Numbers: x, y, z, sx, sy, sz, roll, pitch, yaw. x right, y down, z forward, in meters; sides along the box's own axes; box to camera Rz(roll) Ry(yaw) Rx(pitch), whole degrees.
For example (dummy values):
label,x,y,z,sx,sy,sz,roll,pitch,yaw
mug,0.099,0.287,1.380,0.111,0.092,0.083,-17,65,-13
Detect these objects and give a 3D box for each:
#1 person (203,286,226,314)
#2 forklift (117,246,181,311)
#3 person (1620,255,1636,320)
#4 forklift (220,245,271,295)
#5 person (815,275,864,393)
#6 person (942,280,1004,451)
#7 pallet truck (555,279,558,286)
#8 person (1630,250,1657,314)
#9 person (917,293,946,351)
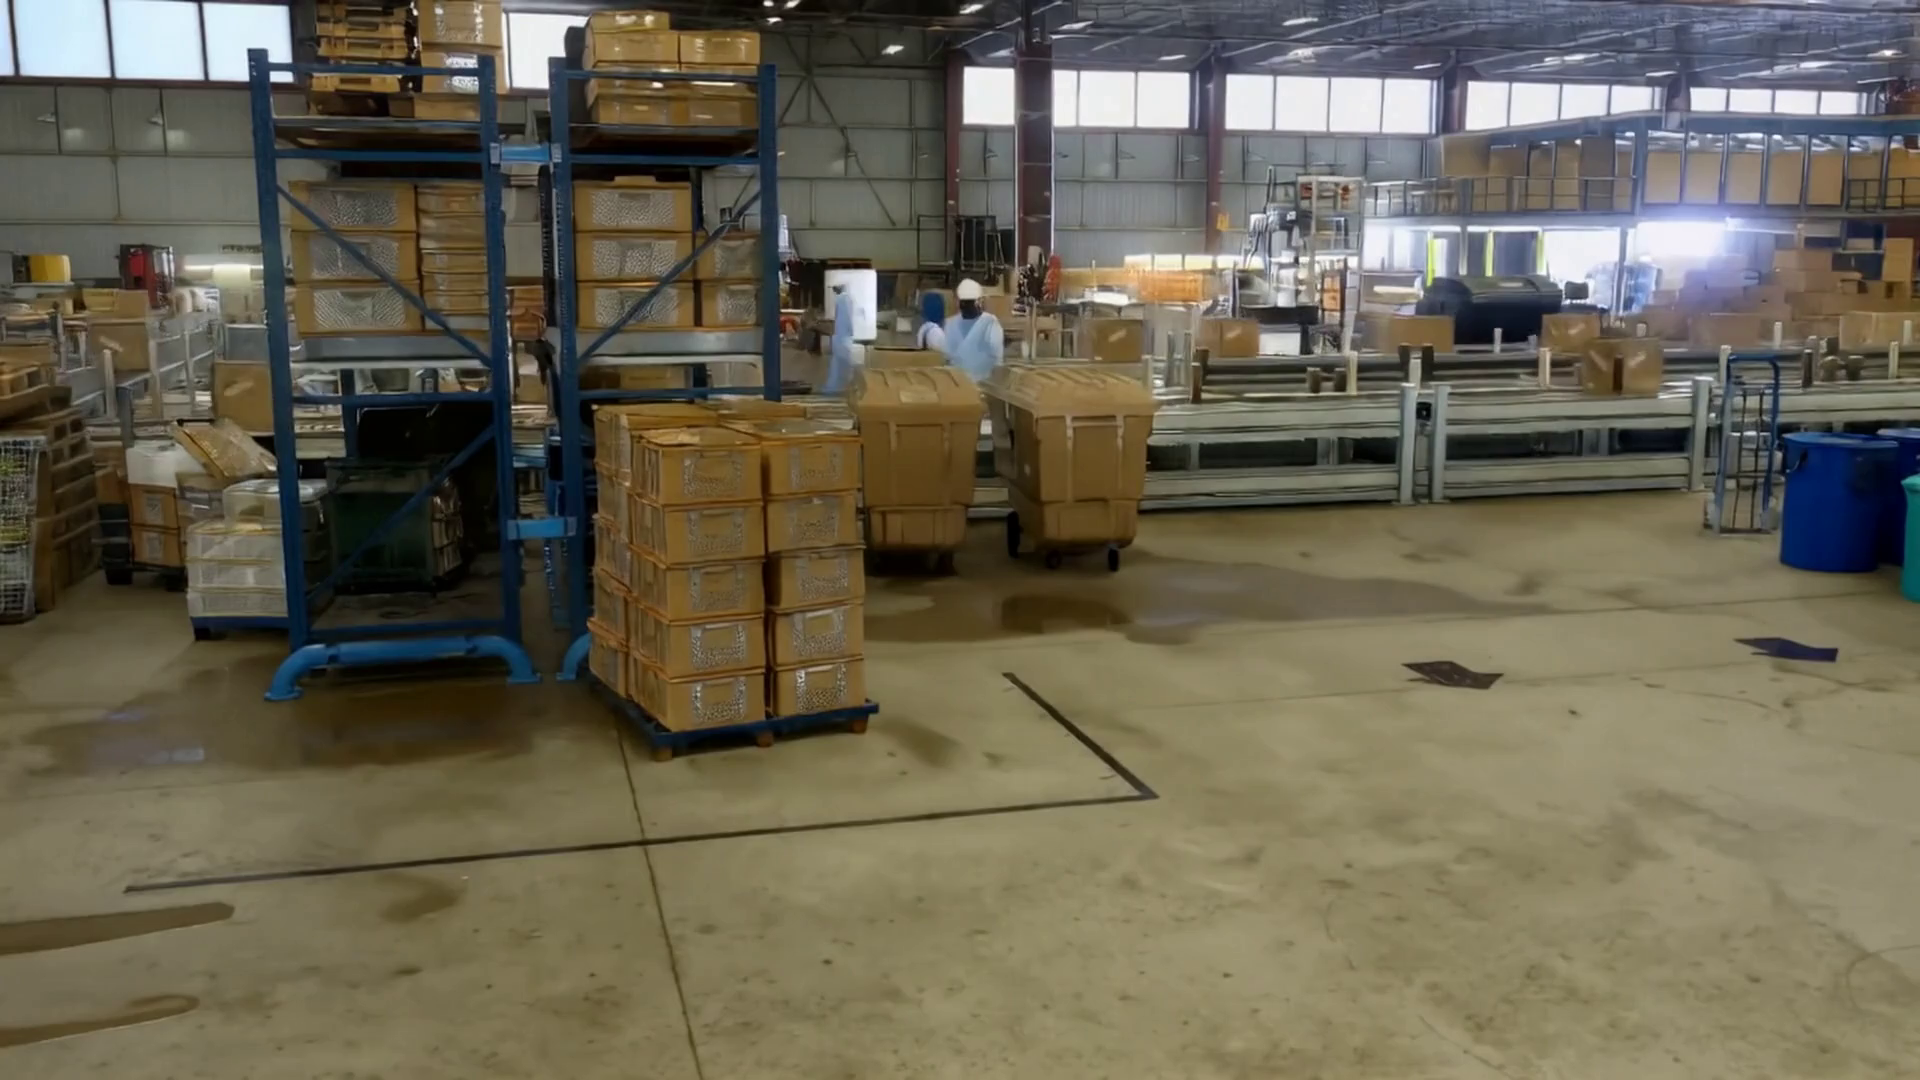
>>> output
label,x,y,z,sx,sy,sz,roll,pitch,yaw
person,-16.612,-5.341,37.169,0.589,1.832,0.404,4,11,21
forklift,-19.966,-6.232,40.894,1.157,1.987,2.680,-3,10,-15
person,19.452,-7.331,48.294,0.575,1.881,0.356,0,10,1
forklift,-17.749,-6.334,41.440,1.157,1.987,2.680,-3,10,-17
person,-1.617,-2.942,23.900,0.929,1.720,0.531,2,10,12
person,0.093,-1.438,15.093,0.607,1.832,0.411,6,12,30
pallet truck,-10.604,-6.375,44.520,0.653,1.274,1.630,-3,10,-15
person,17.055,-6.213,41.532,0.612,2.034,0.394,3,10,16
person,-0.340,-1.581,16.300,0.704,1.678,0.538,-2,10,-10
